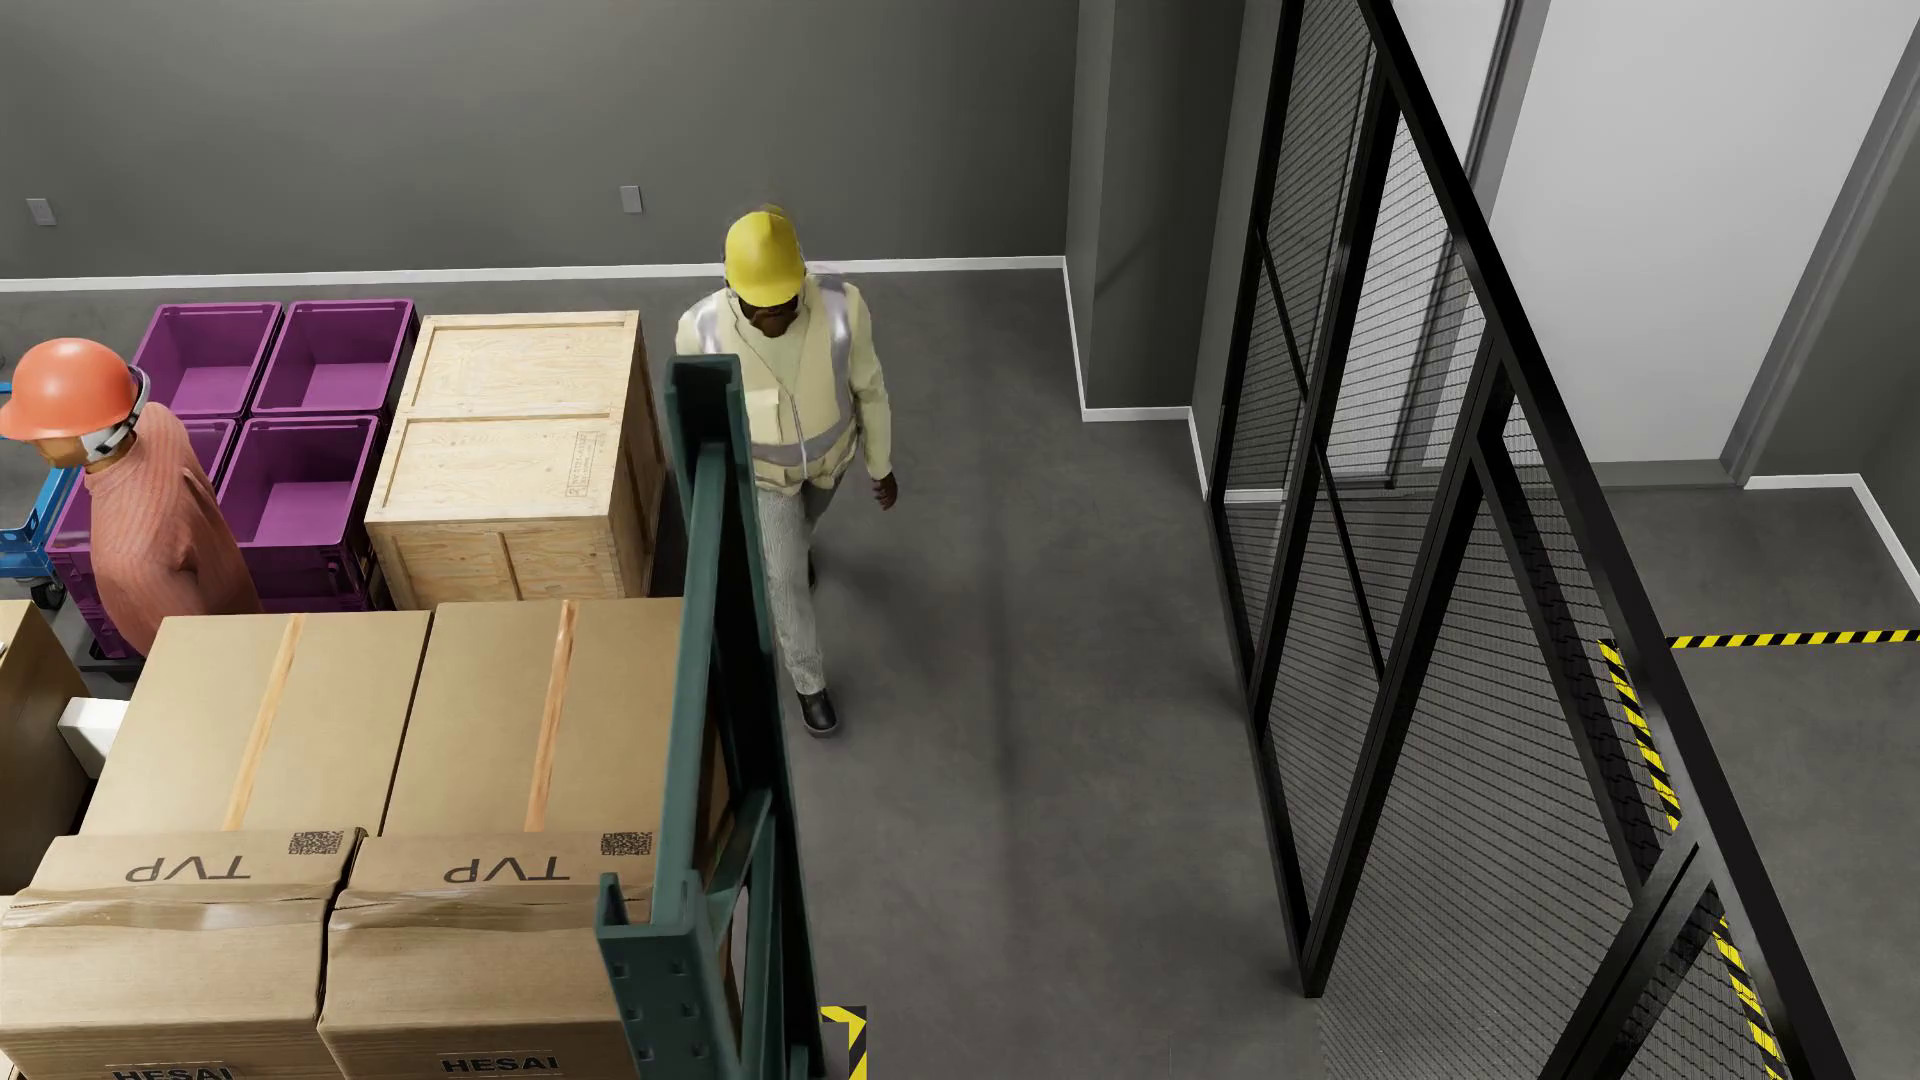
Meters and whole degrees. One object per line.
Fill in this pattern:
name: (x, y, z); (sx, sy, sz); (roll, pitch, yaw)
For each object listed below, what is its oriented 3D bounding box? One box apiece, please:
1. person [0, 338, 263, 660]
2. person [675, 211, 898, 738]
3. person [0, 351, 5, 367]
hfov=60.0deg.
person: (-2.043, 0.251, 4.476); (0.369, 1.996, 0.622); (-13, 48, -12)
person: (-0.528, -0.294, 5.151); (0.590, 1.788, 0.935); (-15, 48, -14)
person: (-4.036, -1.274, 5.973); (0.370, 1.940, 0.627); (-3, 46, -3)
